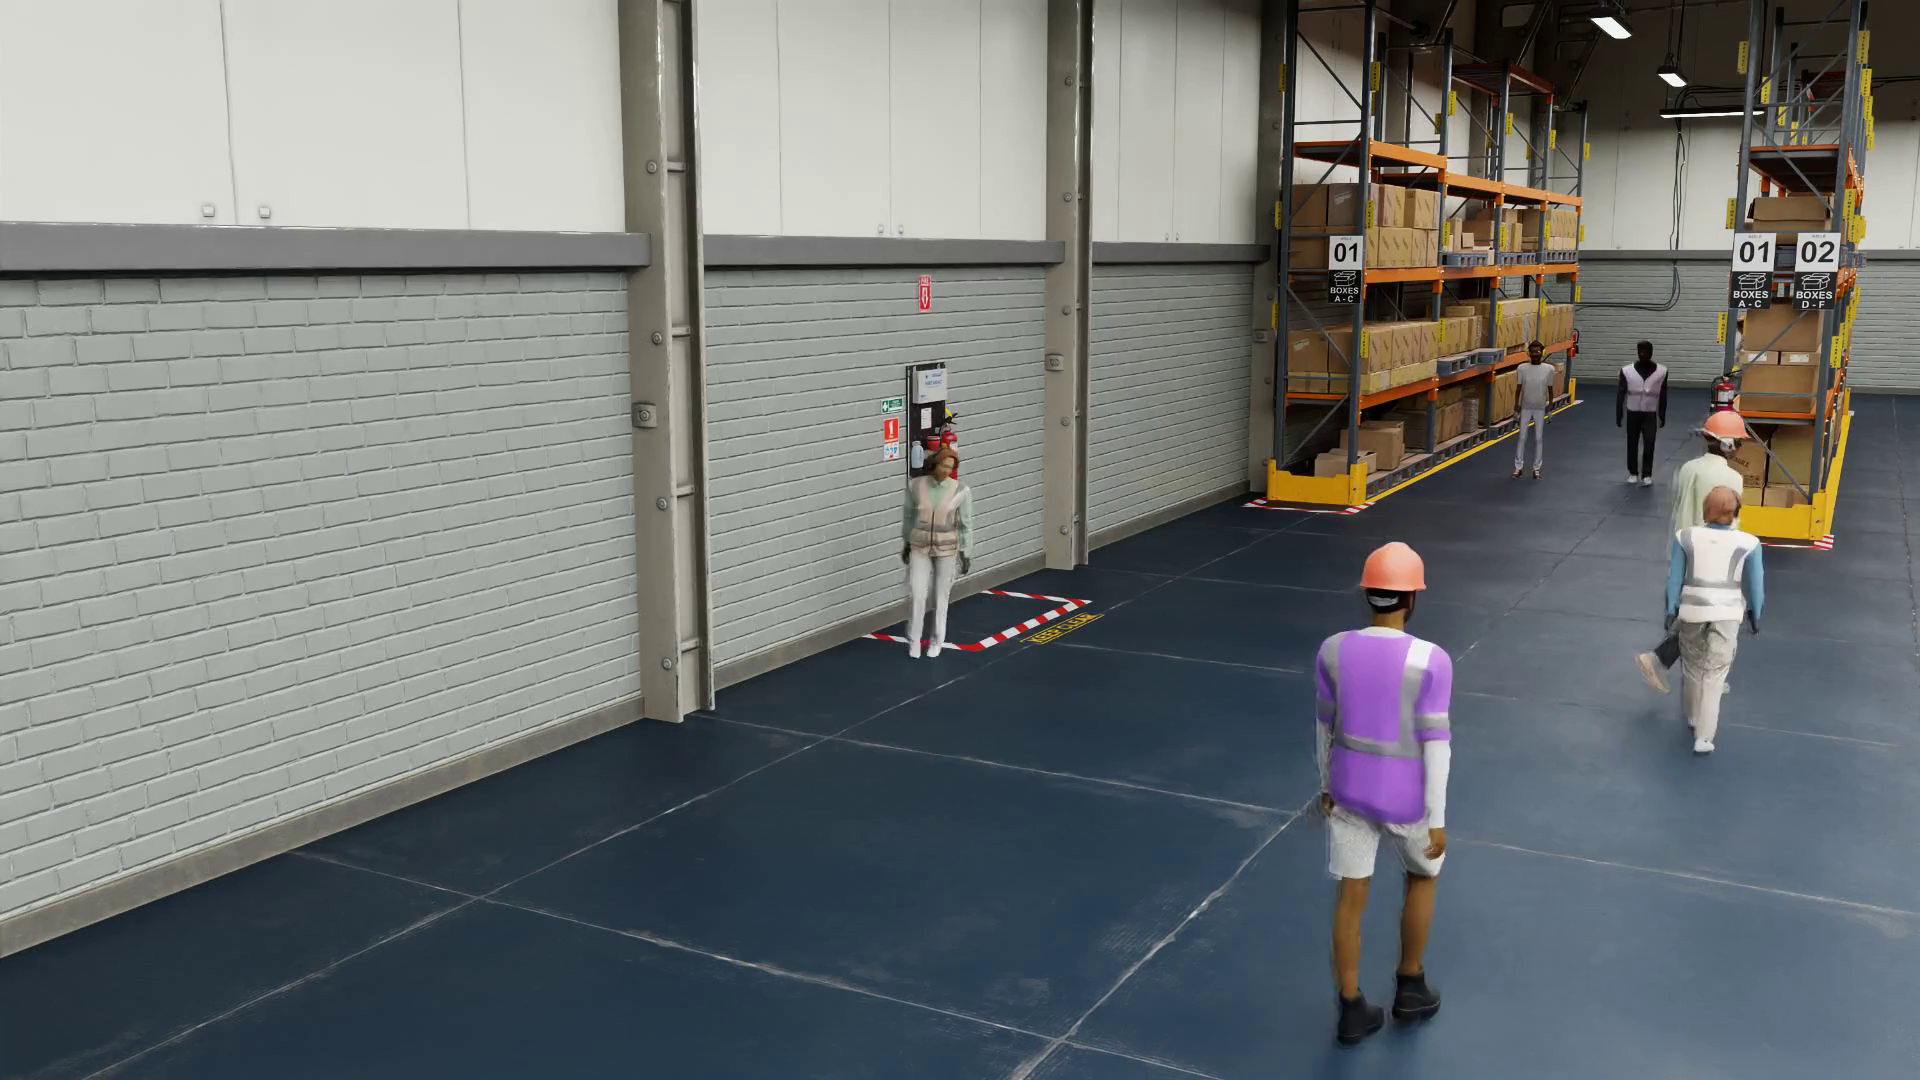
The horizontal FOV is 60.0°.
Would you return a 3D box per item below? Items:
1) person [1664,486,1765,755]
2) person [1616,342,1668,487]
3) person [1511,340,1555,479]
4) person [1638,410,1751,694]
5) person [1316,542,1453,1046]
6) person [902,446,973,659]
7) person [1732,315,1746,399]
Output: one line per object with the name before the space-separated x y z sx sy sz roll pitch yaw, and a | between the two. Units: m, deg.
person | 4.622 0.470 10.183 0.537 1.593 0.845 7 12 34
person | 8.894 -1.639 21.718 0.616 1.872 0.944 4 10 20
person | 7.721 -1.750 22.385 0.520 1.873 0.335 4 11 24
person | 4.942 0.111 11.200 0.674 1.977 0.629 -2 10 -10
person | 1.661 0.953 6.416 0.587 1.911 0.713 8 12 38
person | -0.165 0.097 12.306 0.552 1.606 0.459 2 10 10
person | 13.266 -2.829 28.395 0.388 1.989 0.725 7 12 34
